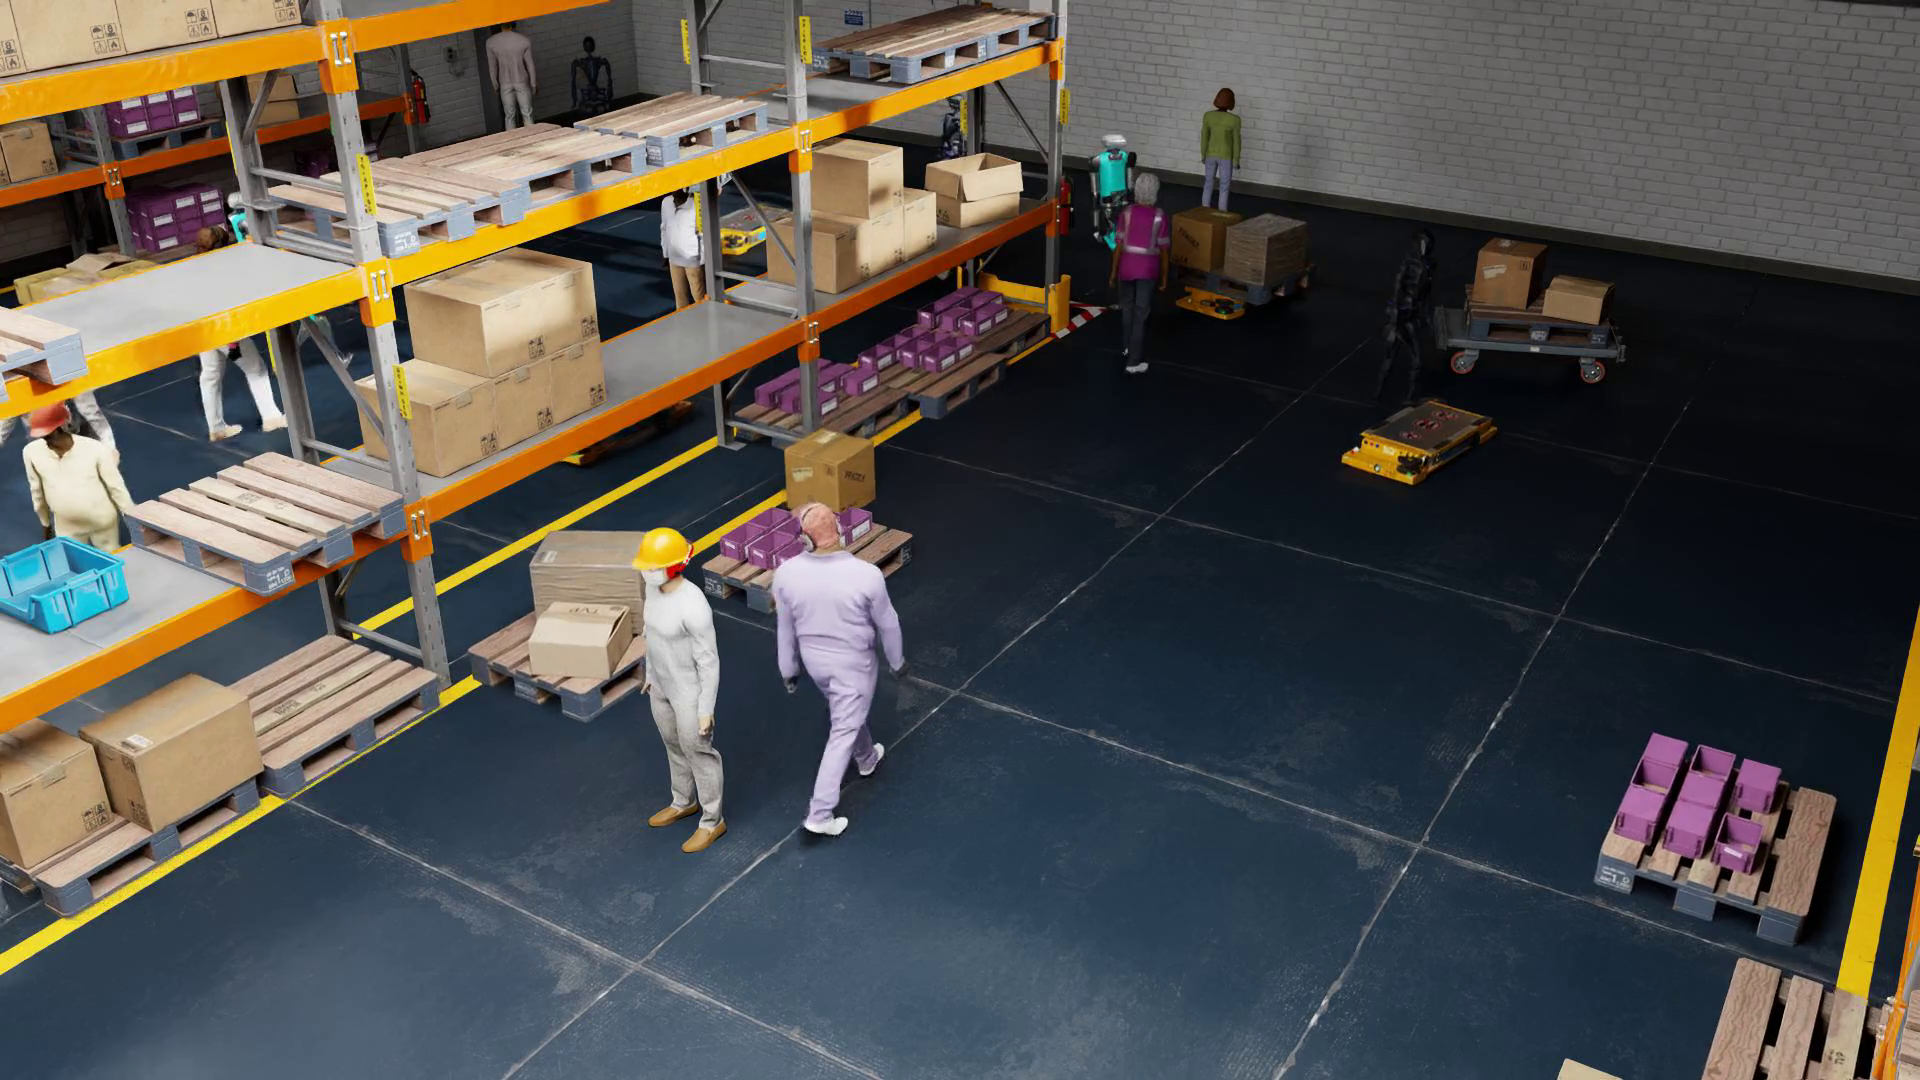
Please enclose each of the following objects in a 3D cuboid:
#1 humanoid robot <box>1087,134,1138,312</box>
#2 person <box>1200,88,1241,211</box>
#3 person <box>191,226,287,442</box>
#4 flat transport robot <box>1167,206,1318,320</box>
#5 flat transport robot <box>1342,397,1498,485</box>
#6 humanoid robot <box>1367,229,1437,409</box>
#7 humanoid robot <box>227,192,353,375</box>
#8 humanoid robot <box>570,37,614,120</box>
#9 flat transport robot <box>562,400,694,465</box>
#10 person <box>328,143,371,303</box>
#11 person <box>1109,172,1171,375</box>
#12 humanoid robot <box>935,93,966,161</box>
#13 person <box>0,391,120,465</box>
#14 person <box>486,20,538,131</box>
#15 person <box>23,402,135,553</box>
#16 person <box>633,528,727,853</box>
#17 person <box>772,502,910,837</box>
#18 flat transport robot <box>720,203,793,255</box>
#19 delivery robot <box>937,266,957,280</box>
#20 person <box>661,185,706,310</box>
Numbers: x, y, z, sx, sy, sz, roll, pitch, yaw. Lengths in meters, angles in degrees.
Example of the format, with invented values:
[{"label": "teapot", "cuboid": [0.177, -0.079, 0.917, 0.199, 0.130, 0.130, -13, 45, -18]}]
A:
[{"label": "humanoid robot", "cuboid": [1.650, -3.141, 16.770, 0.549, 1.765, 0.800, -12, 29, -22]}, {"label": "person", "cuboid": [3.049, -4.470, 19.494, 0.506, 1.631, 0.265, 18, 32, 31]}, {"label": "person", "cuboid": [-6.101, -1.746, 13.949, 0.621, 1.807, 0.818, 16, 31, 28]}, {"label": "flat transport robot", "cuboid": [2.949, -2.597, 17.316, 1.431, 0.231, 0.659, -24, 36, -39]}, {"label": "flat transport robot", "cuboid": [3.845, -0.835, 13.844, 0.659, 0.231, 1.431, 23, 35, 37]}, {"label": "humanoid robot", "cuboid": [3.875, -1.918, 14.436, 0.589, 1.633, 0.492, -23, 35, -37]}, {"label": "humanoid robot", "cuboid": [-6.055, -2.324, 15.209, 0.942, 1.807, 0.546, -12, 29, -23]}, {"label": "humanoid robot", "cuboid": [-4.901, -5.845, 22.176, 0.602, 1.649, 0.385, -12, 29, -22]}, {"label": "flat transport robot", "cuboid": [-2.992, -1.025, 14.217, 0.659, 0.231, 1.431, 16, 31, 28]}, {"label": "person", "cuboid": [-6.230, -3.420, 17.128, 0.504, 1.909, 0.973, 6, 27, 11]}, {"label": "person", "cuboid": [1.662, -2.480, 15.400, 0.532, 1.802, 0.820, 11, 29, 20]}, {"label": "humanoid robot", "cuboid": [-0.084, -4.357, 19.266, 0.737, 1.631, 0.607, -12, 29, -23]}, {"label": "person", "cuboid": [-6.485, -0.674, 11.939, 0.798, 1.700, 0.878, -1, 27, -1]}, {"label": "person", "cuboid": [-6.022, -6.158, 22.489, 0.626, 1.940, 0.372, -3, 27, -6]}, {"label": "person", "cuboid": [-5.679, -0.121, 10.813, 0.647, 1.729, 0.400, -3, 27, -6]}, {"label": "person", "cuboid": [-1.500, 0.790, 8.848, 0.368, 1.893, 0.587, -22, 34, -37]}, {"label": "person", "cuboid": [-0.682, 0.679, 9.120, 0.659, 1.841, 1.004, 13, 30, 23]}, {"label": "flat transport robot", "cuboid": [-2.471, -3.615, 19.322, 0.659, 0.231, 1.431, 13, 30, 24]}, {"label": "delivery robot", "cuboid": [-0.389, -3.169, 18.100, 0.746, 0.570, 0.499, 12, 29, 22]}, {"label": "person", "cuboid": [-2.632, -2.706, 15.887, 0.562, 1.752, 0.325, 15, 31, 28]}]
